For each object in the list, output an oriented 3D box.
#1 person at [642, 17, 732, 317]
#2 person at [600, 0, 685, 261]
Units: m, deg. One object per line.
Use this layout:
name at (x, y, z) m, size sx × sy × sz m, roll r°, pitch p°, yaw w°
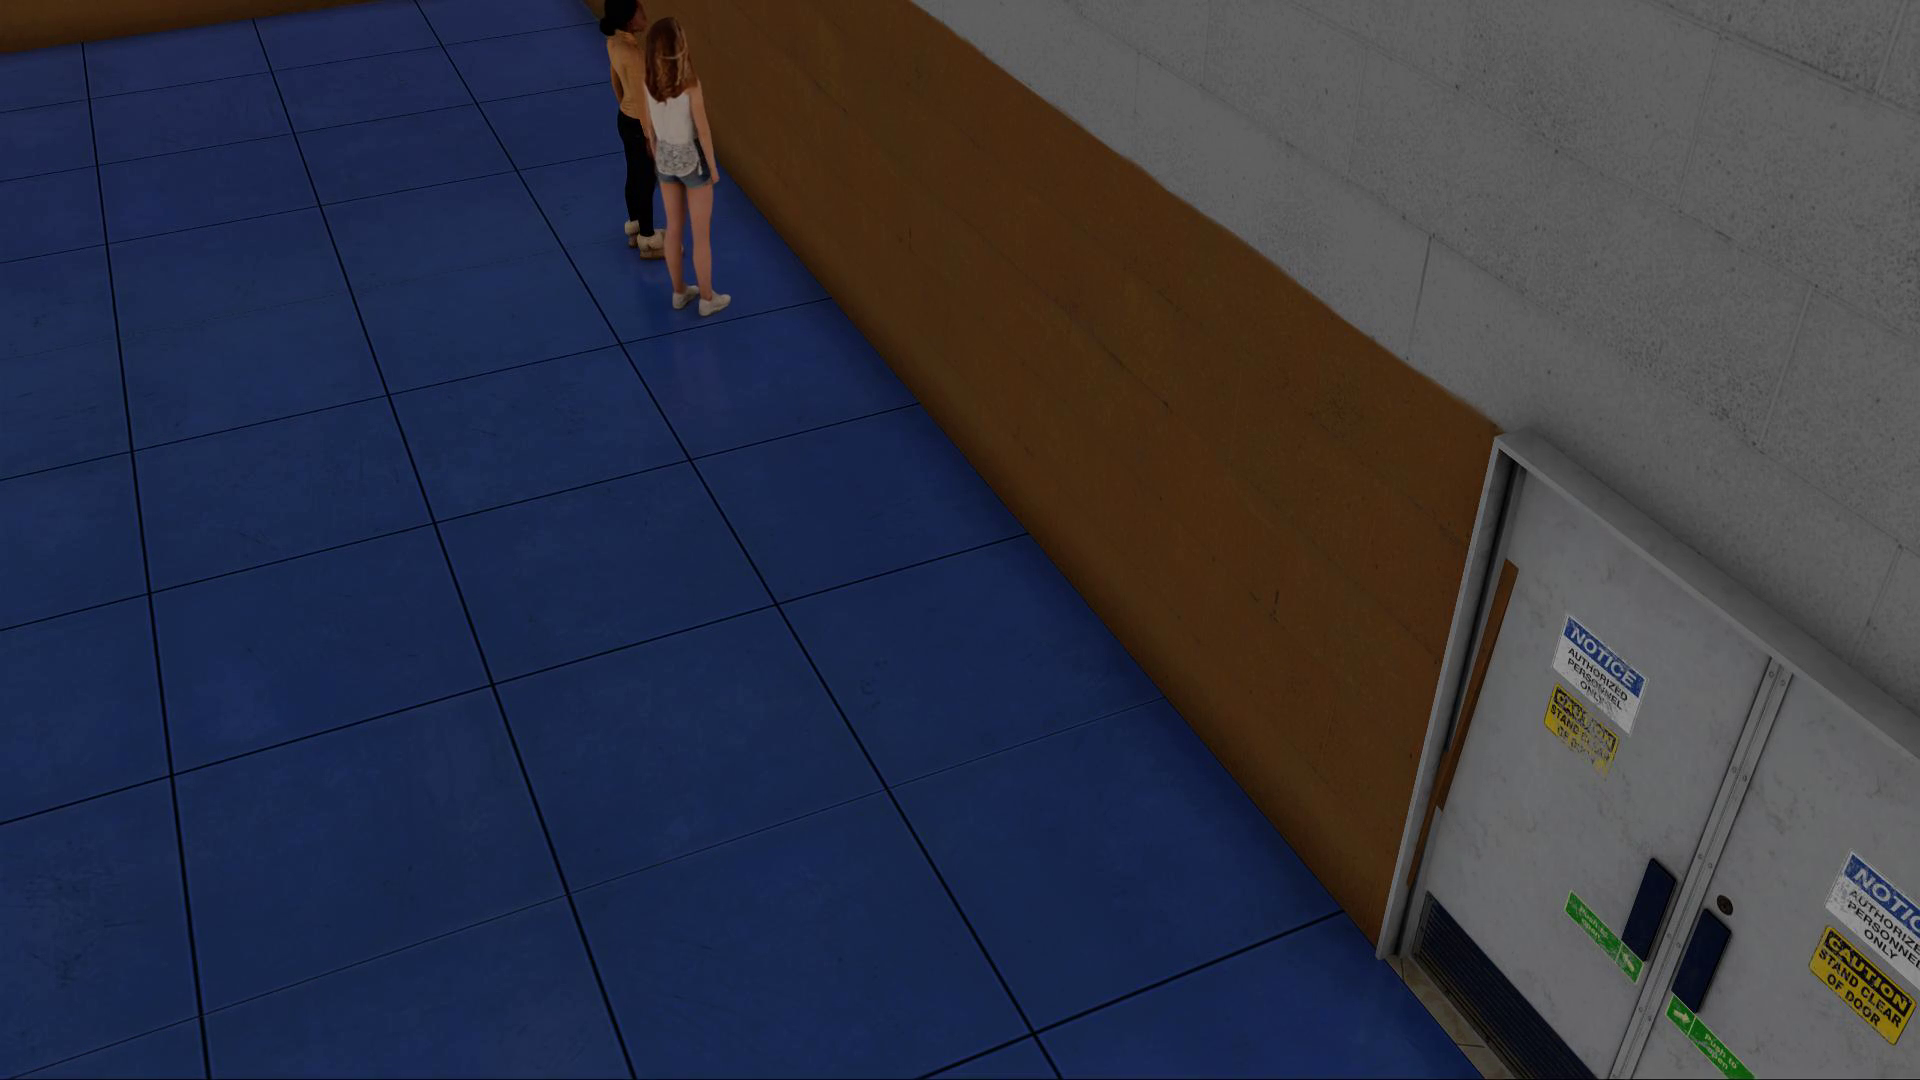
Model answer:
person at (-1.619, -2.129, 9.595) m, size 0.636 × 1.756 × 0.669 m, roll 18°, pitch 41°, yaw 23°
person at (-1.988, -2.546, 10.230) m, size 0.537 × 1.660 × 0.603 m, roll -17°, pitch 40°, yaw -21°
